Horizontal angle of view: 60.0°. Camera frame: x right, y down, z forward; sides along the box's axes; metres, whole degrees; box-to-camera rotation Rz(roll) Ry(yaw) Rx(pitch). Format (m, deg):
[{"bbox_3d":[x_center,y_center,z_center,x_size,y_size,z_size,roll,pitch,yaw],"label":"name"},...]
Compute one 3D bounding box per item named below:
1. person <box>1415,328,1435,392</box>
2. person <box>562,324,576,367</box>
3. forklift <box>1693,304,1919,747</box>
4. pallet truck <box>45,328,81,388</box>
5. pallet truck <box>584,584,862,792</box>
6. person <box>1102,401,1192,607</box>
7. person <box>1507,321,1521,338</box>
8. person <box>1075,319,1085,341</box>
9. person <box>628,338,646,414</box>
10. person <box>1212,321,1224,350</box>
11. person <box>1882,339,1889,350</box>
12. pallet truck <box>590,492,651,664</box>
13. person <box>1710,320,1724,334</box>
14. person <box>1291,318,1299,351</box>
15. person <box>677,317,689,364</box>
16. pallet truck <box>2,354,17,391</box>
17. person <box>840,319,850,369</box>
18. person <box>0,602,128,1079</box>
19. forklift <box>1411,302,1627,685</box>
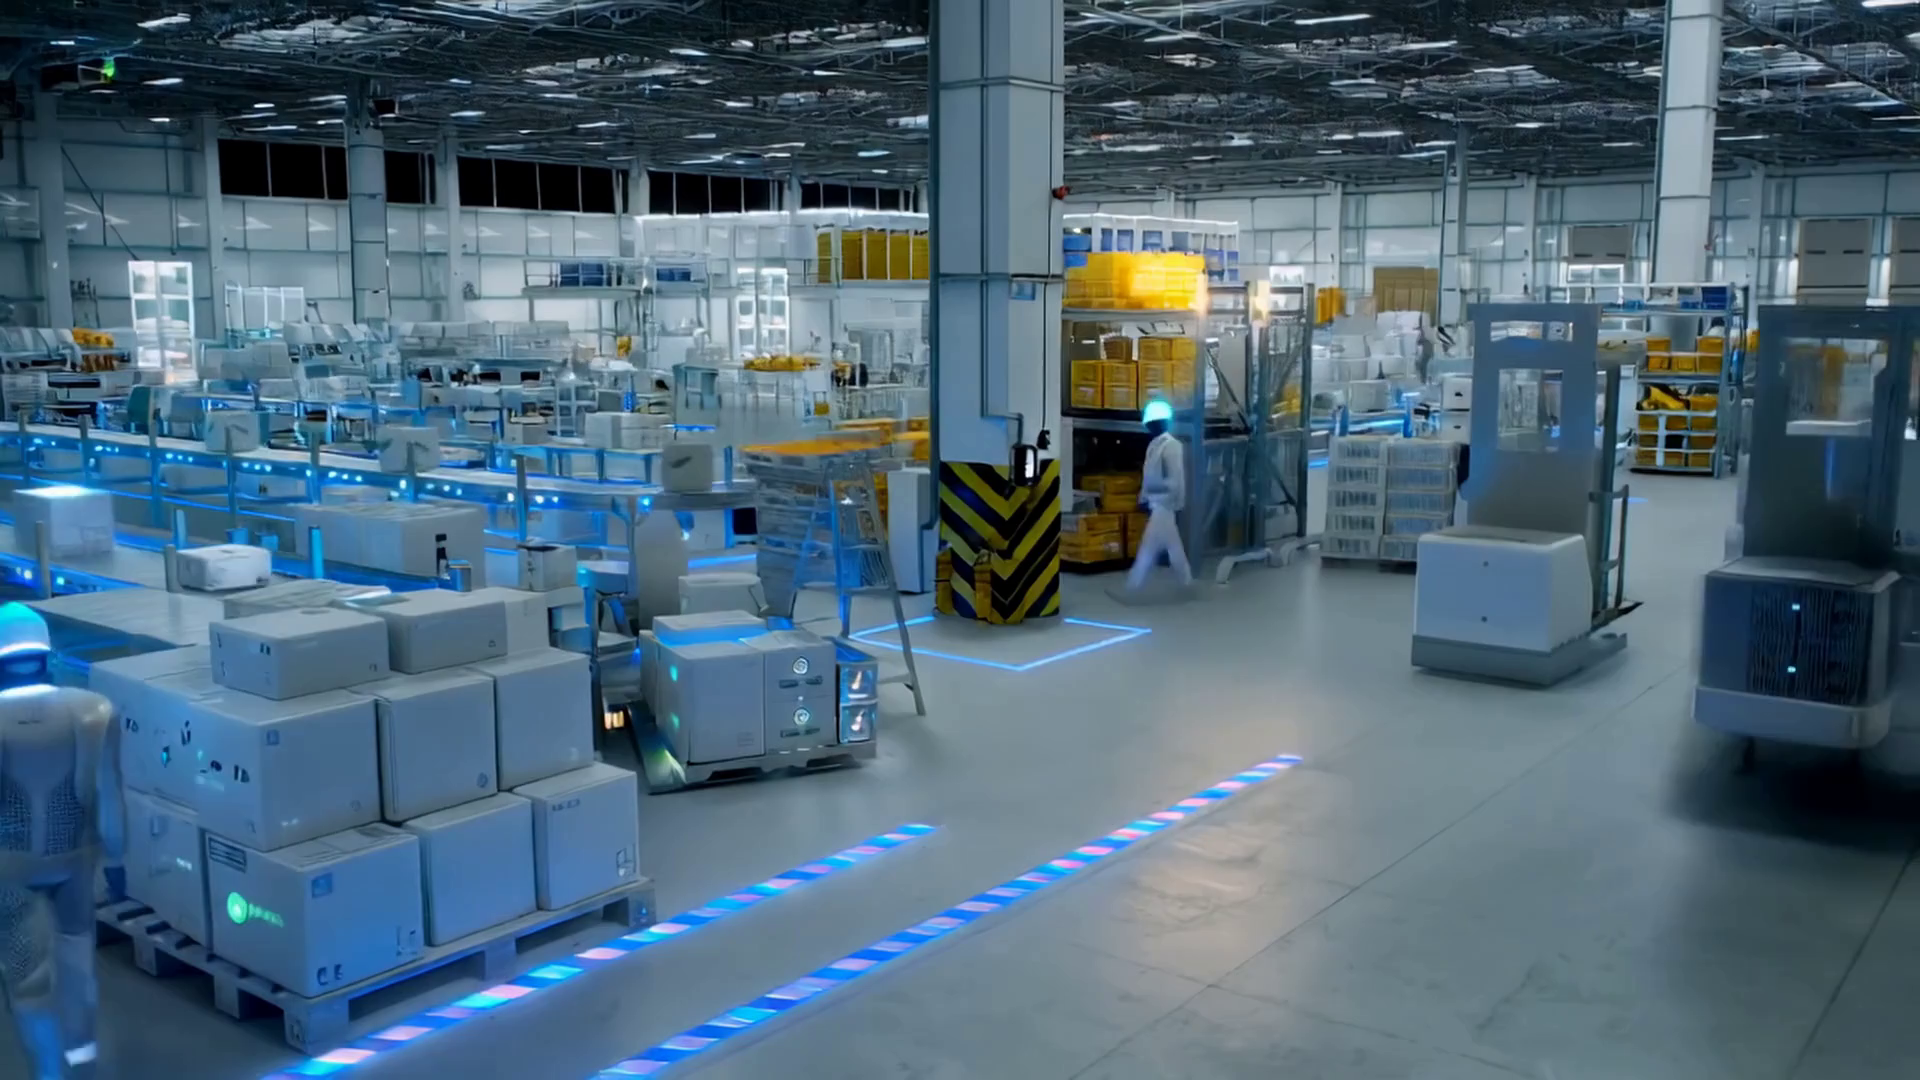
[{"bbox_3d":[13.419,-5.146,47.880,0.638,1.914,0.854,-4,9,-27],"label":"person"},{"bbox_3d":[-13.495,-6.542,57.560,0.646,1.815,0.967,5,10,30],"label":"person"},{"bbox_3d":[5.806,-0.192,11.193,1.129,2.768,1.873,7,11,37],"label":"forklift"},{"bbox_3d":[-23.775,-4.544,43.495,1.885,1.965,0.823,6,10,35],"label":"pallet truck"},{"bbox_3d":[-1.426,0.805,10.019,1.601,1.201,0.680,-4,9,-26],"label":"pallet truck"},{"bbox_3d":[1.743,-0.328,15.366,0.959,1.900,0.654,-1,9,-9],"label":"person"},{"bbox_3d":[26.043,-9.701,78.425,0.629,1.942,0.978,-3,9,-18],"label":"person"},{"bbox_3d":[4.322,-7.129,60.935,1.030,2.004,0.633,-1,8,-7],"label":"person"},{"bbox_3d":[-7.590,-3.787,38.879,0.406,1.849,0.577,6,10,33],"label":"person"},{"bbox_3d":[7.828,-5.691,51.082,0.535,2.000,0.685,7,11,38],"label":"person"},{"bbox_3d":[35.017,-7.319,62.359,0.610,1.961,0.984,-3,9,-22],"label":"person"},{"bbox_3d":[-3.115,0.344,12.883,0.653,1.274,1.630,7,11,37],"label":"pallet truck"},{"bbox_3d":[30.792,-8.036,67.591,0.633,1.817,0.658,-1,8,-5],"label":"person"},{"bbox_3d":[16.937,-10.400,83.979,0.317,1.695,0.540,6,11,37],"label":"person"},{"bbox_3d":[-11.330,-8.181,68.336,0.758,1.902,0.600,-1,8,-5],"label":"person"},{"bbox_3d":[-24.881,-4.417,42.634,1.885,1.965,0.823,8,11,41],"label":"pallet truck"},{"bbox_3d":[-4.311,-7.392,62.948,0.474,1.917,0.581,4,9,26],"label":"person"},{"bbox_3d":[-3.341,1.119,5.936,0.591,1.812,0.605,8,12,44],"label":"person"},{"bbox_3d":[4.379,-0.438,12.852,1.129,2.768,1.873,7,11,37],"label":"forklift"}]
